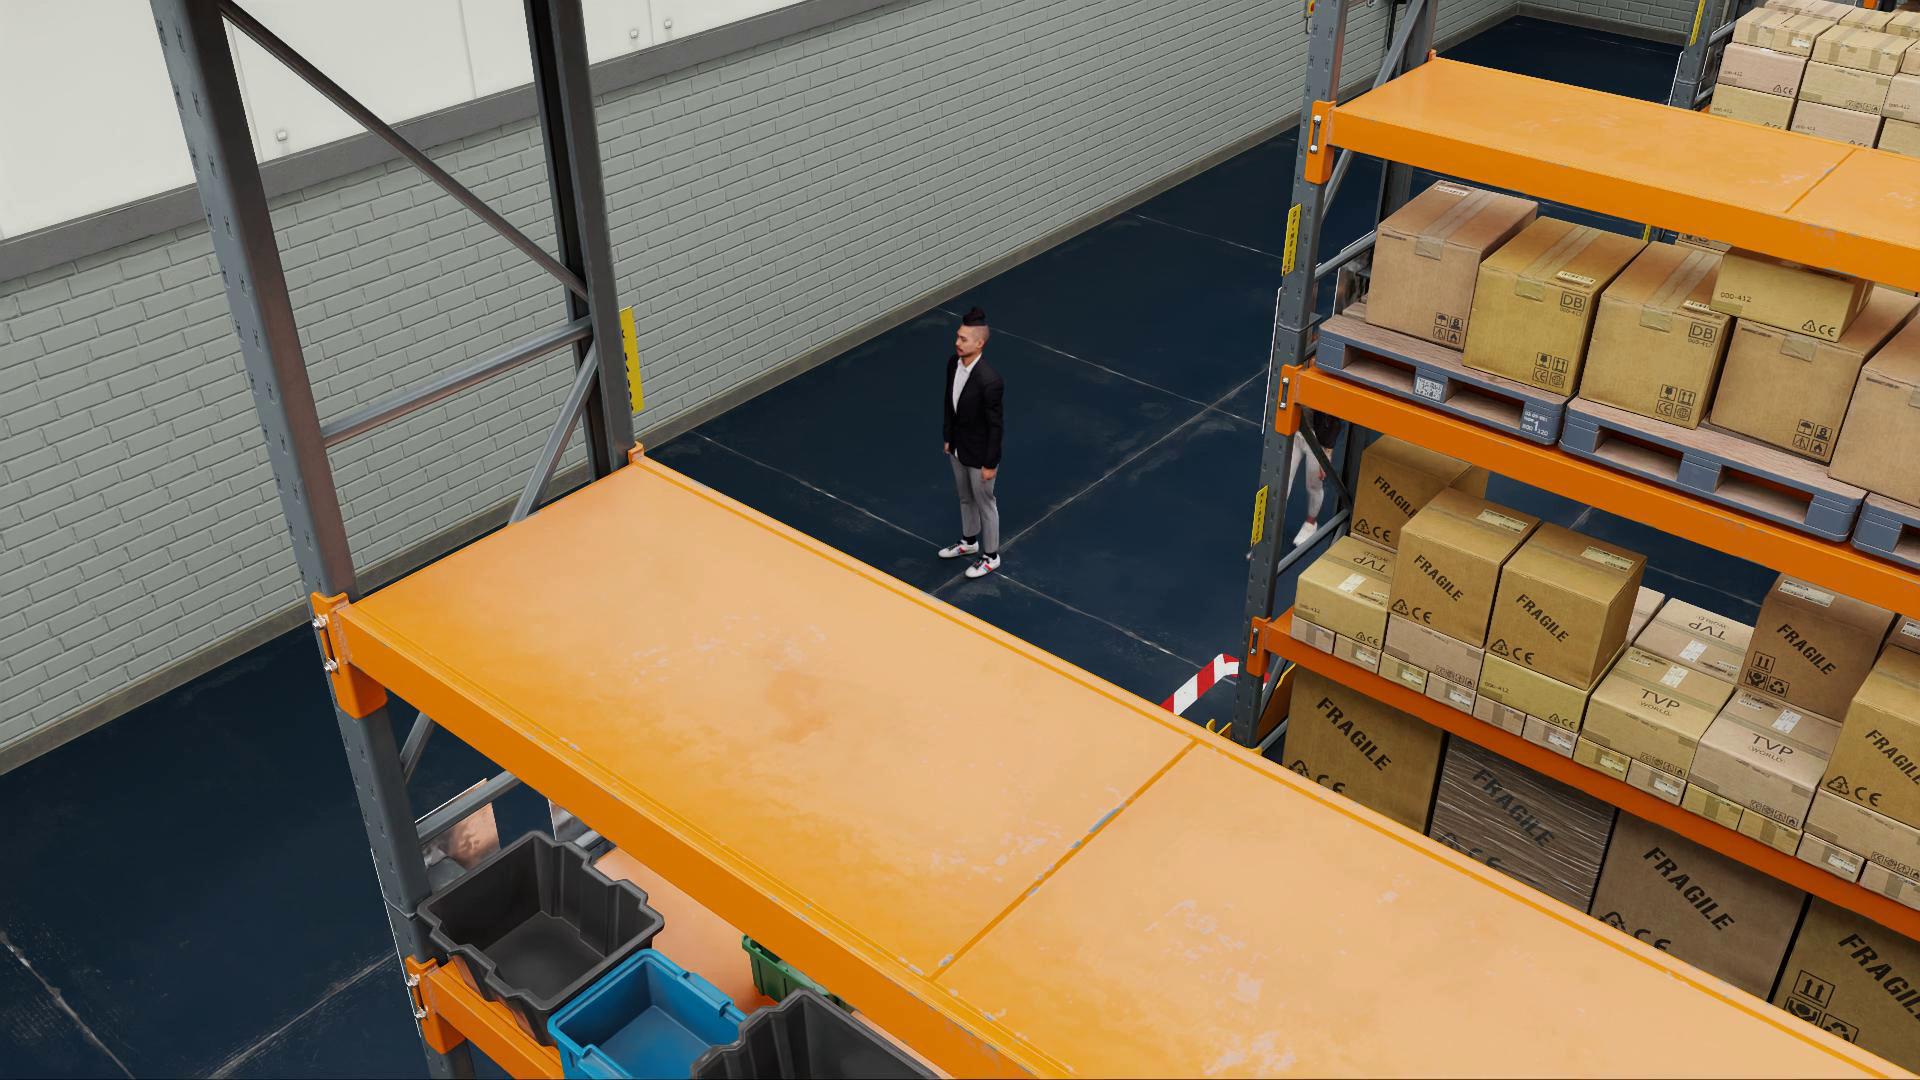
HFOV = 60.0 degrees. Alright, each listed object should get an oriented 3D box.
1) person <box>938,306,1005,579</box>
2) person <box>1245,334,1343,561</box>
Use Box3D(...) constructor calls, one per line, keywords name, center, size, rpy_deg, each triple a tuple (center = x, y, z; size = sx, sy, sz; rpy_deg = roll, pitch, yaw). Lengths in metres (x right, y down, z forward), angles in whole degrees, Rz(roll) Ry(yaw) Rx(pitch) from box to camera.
Box3D(name="person", center=(0.102, -0.656, 11.125), size=(0.826, 1.949, 0.629), rpy_deg=(-21, 39, -29))
Box3D(name="person", center=(2.415, -0.667, 11.395), size=(0.977, 1.674, 0.723), rpy_deg=(22, 39, 30))
